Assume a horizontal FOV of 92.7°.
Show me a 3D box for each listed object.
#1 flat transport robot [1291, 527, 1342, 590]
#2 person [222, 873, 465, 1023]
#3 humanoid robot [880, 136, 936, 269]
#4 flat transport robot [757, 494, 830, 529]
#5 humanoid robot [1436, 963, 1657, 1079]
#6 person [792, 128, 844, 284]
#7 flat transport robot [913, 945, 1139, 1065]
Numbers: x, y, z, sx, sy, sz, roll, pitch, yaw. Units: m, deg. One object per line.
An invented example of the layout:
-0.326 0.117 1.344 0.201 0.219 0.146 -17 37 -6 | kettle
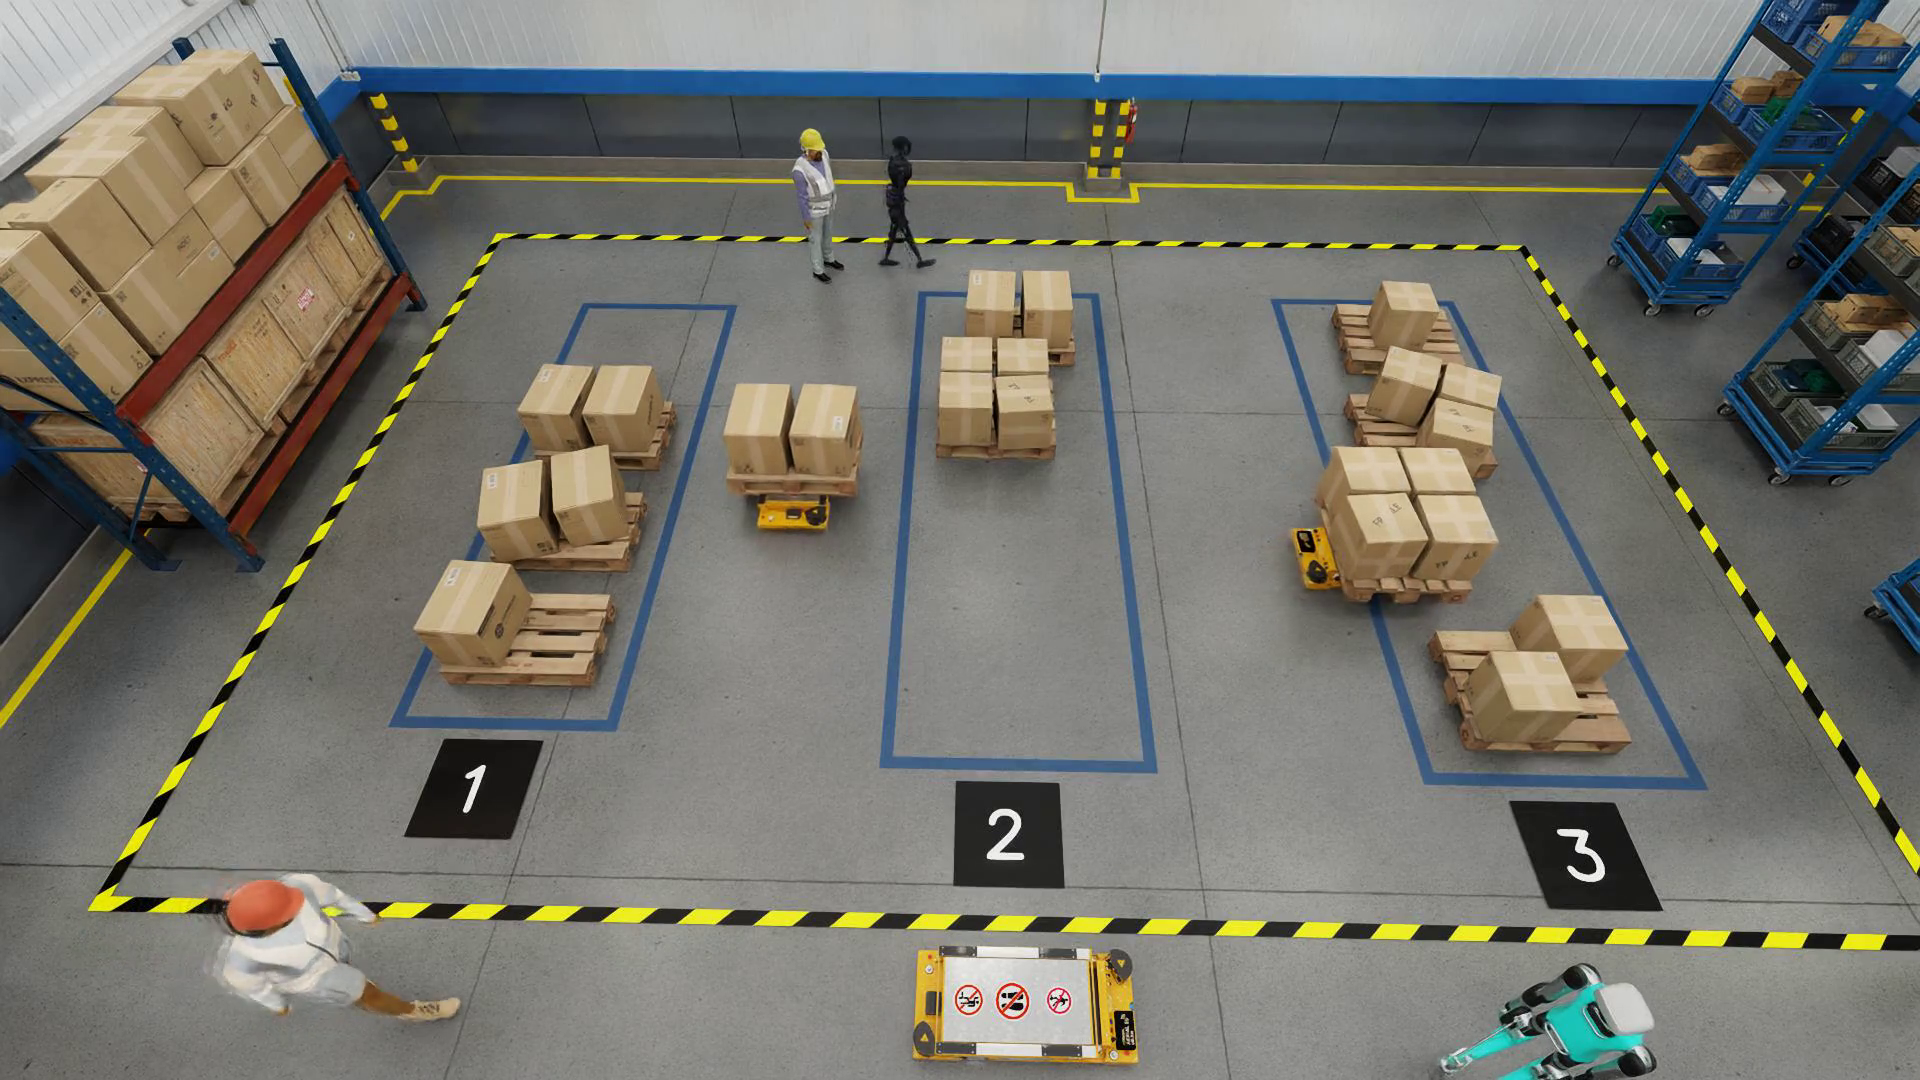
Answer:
3.825 0.141 8.353 1.431 0.197 0.652 1 51 1 | flat transport robot
-3.736 2.451 5.379 1.043 1.979 0.639 5 51 4 | person
-0.651 -3.988 10.843 0.699 1.634 0.609 -5 51 -4 | humanoid robot
-1.571 -0.712 9.048 0.652 0.197 1.431 1 51 1 | flat transport robot
3.093 2.872 5.110 0.735 1.677 0.533 -11 52 -9 | humanoid robot
-1.627 -3.878 10.637 0.404 1.830 0.601 22 54 17 | person
0.422 3.041 6.007 1.431 0.231 0.659 1 51 1 | flat transport robot
